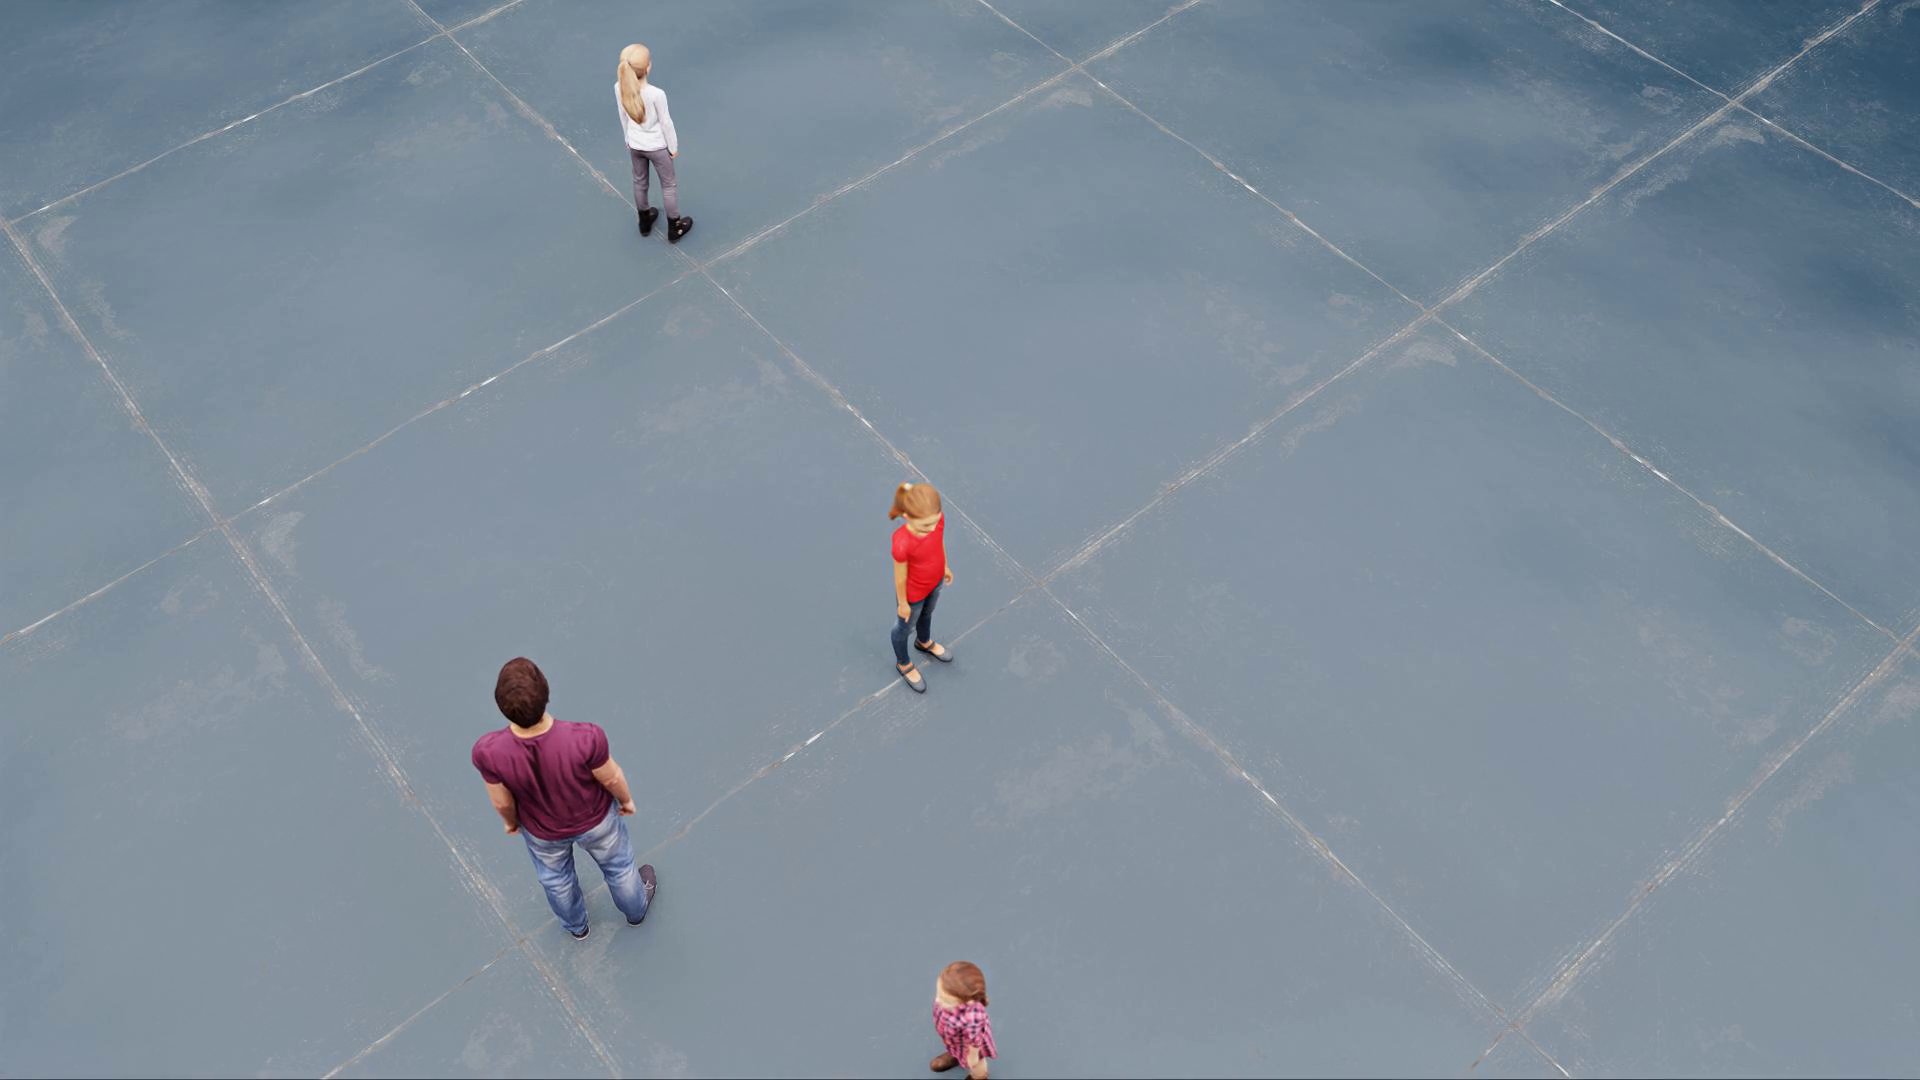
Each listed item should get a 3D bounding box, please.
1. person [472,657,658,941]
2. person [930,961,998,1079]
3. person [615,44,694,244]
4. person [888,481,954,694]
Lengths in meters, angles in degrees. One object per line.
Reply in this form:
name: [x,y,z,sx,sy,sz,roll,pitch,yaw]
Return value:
person: [-1.555,1.058,6.553,0.670,1.850,0.805,-8,53,-6]
person: [0.018,1.886,6.436,0.473,1.020,0.457,-25,56,-18]
person: [-1.778,-2.254,9.481,0.562,1.275,0.599,16,54,12]
person: [-0.193,0.184,7.573,0.582,1.307,0.479,33,59,23]
